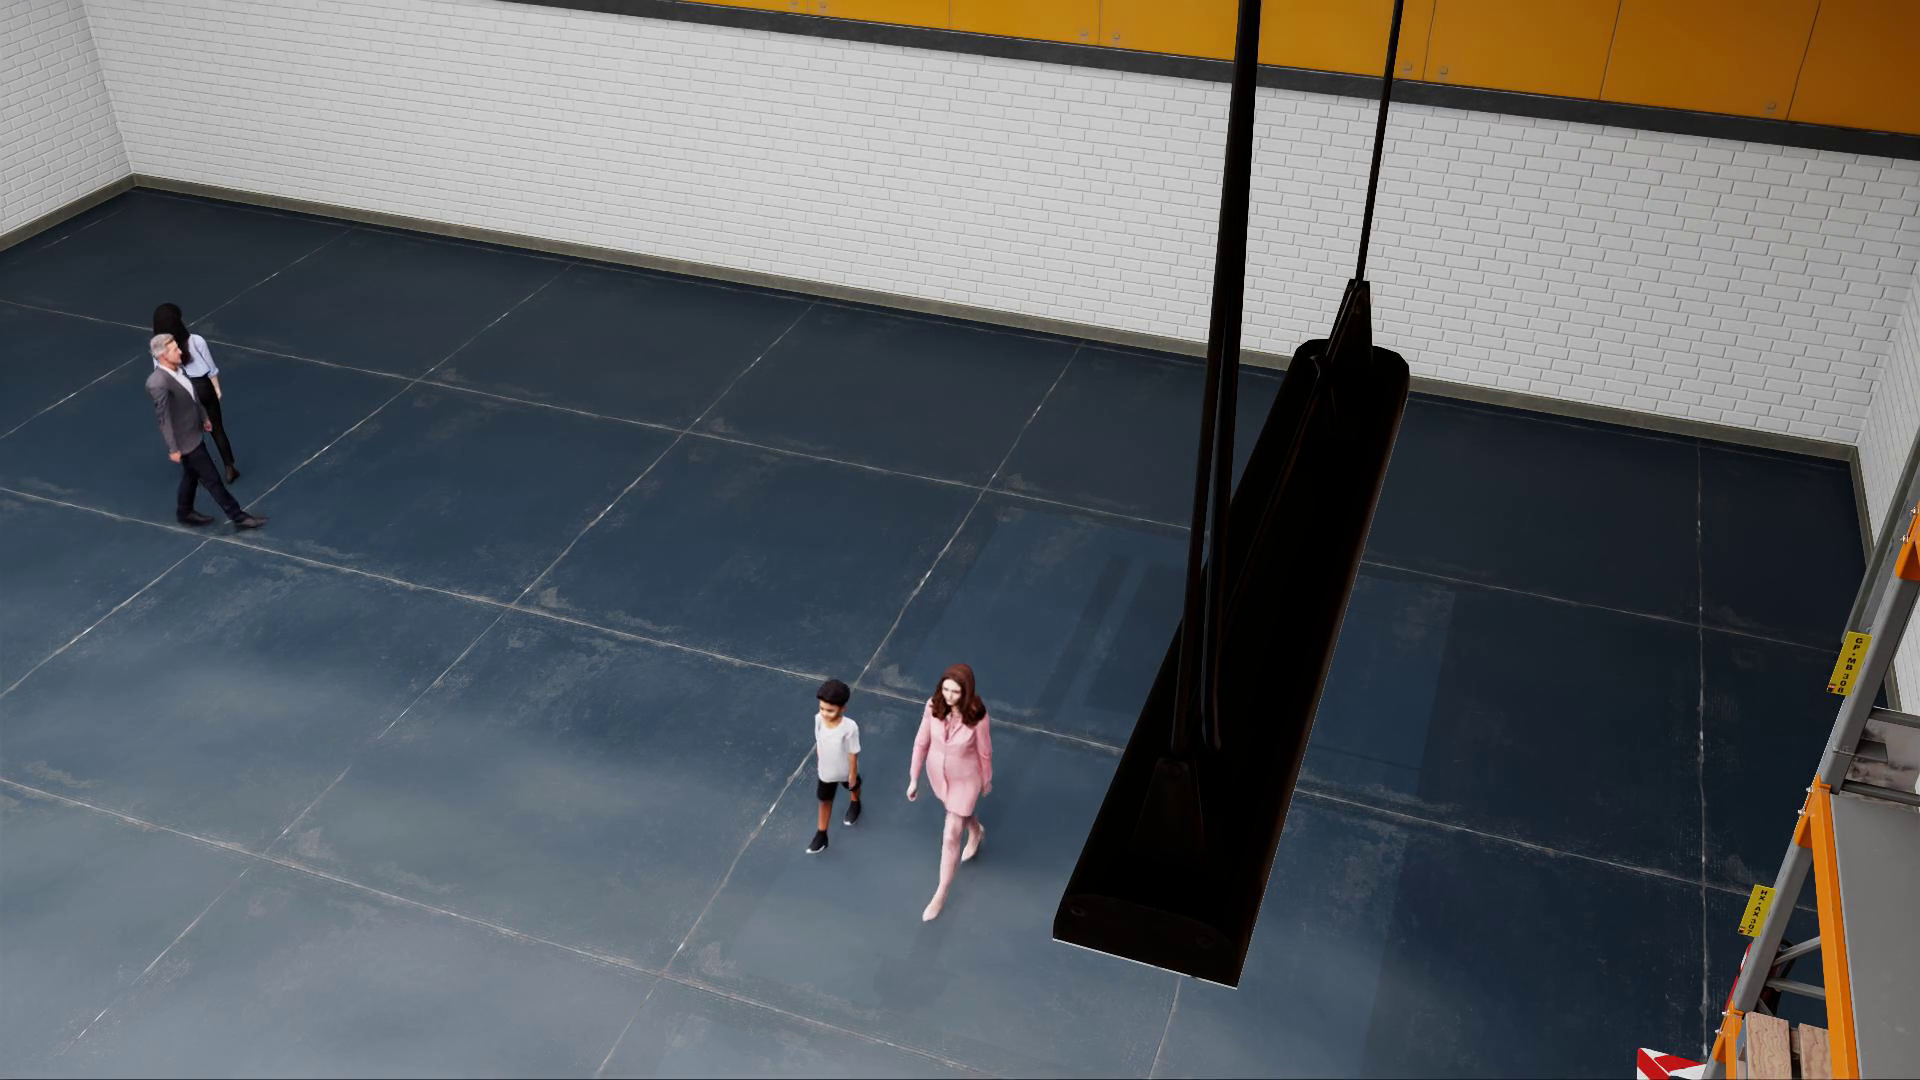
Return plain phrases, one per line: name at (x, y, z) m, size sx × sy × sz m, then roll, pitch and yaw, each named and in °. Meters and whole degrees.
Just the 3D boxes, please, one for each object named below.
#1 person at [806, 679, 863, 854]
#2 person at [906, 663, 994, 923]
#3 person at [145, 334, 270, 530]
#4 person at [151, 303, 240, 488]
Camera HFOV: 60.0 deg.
person at (-0.767, 1.419, 10.936) m, size 0.494 × 1.224 × 0.850 m, roll 12°, pitch 35°, yaw 17°
person at (0.004, 1.449, 10.416) m, size 0.757 × 1.749 × 1.165 m, roll 18°, pitch 38°, yaw 25°
person at (-6.508, -0.872, 13.860) m, size 1.106 × 1.802 × 1.120 m, roll -5°, pitch 34°, yaw -7°
person at (-6.681, -1.255, 14.488) m, size 0.726 × 1.746 × 0.769 m, roll -12°, pitch 35°, yaw -17°
